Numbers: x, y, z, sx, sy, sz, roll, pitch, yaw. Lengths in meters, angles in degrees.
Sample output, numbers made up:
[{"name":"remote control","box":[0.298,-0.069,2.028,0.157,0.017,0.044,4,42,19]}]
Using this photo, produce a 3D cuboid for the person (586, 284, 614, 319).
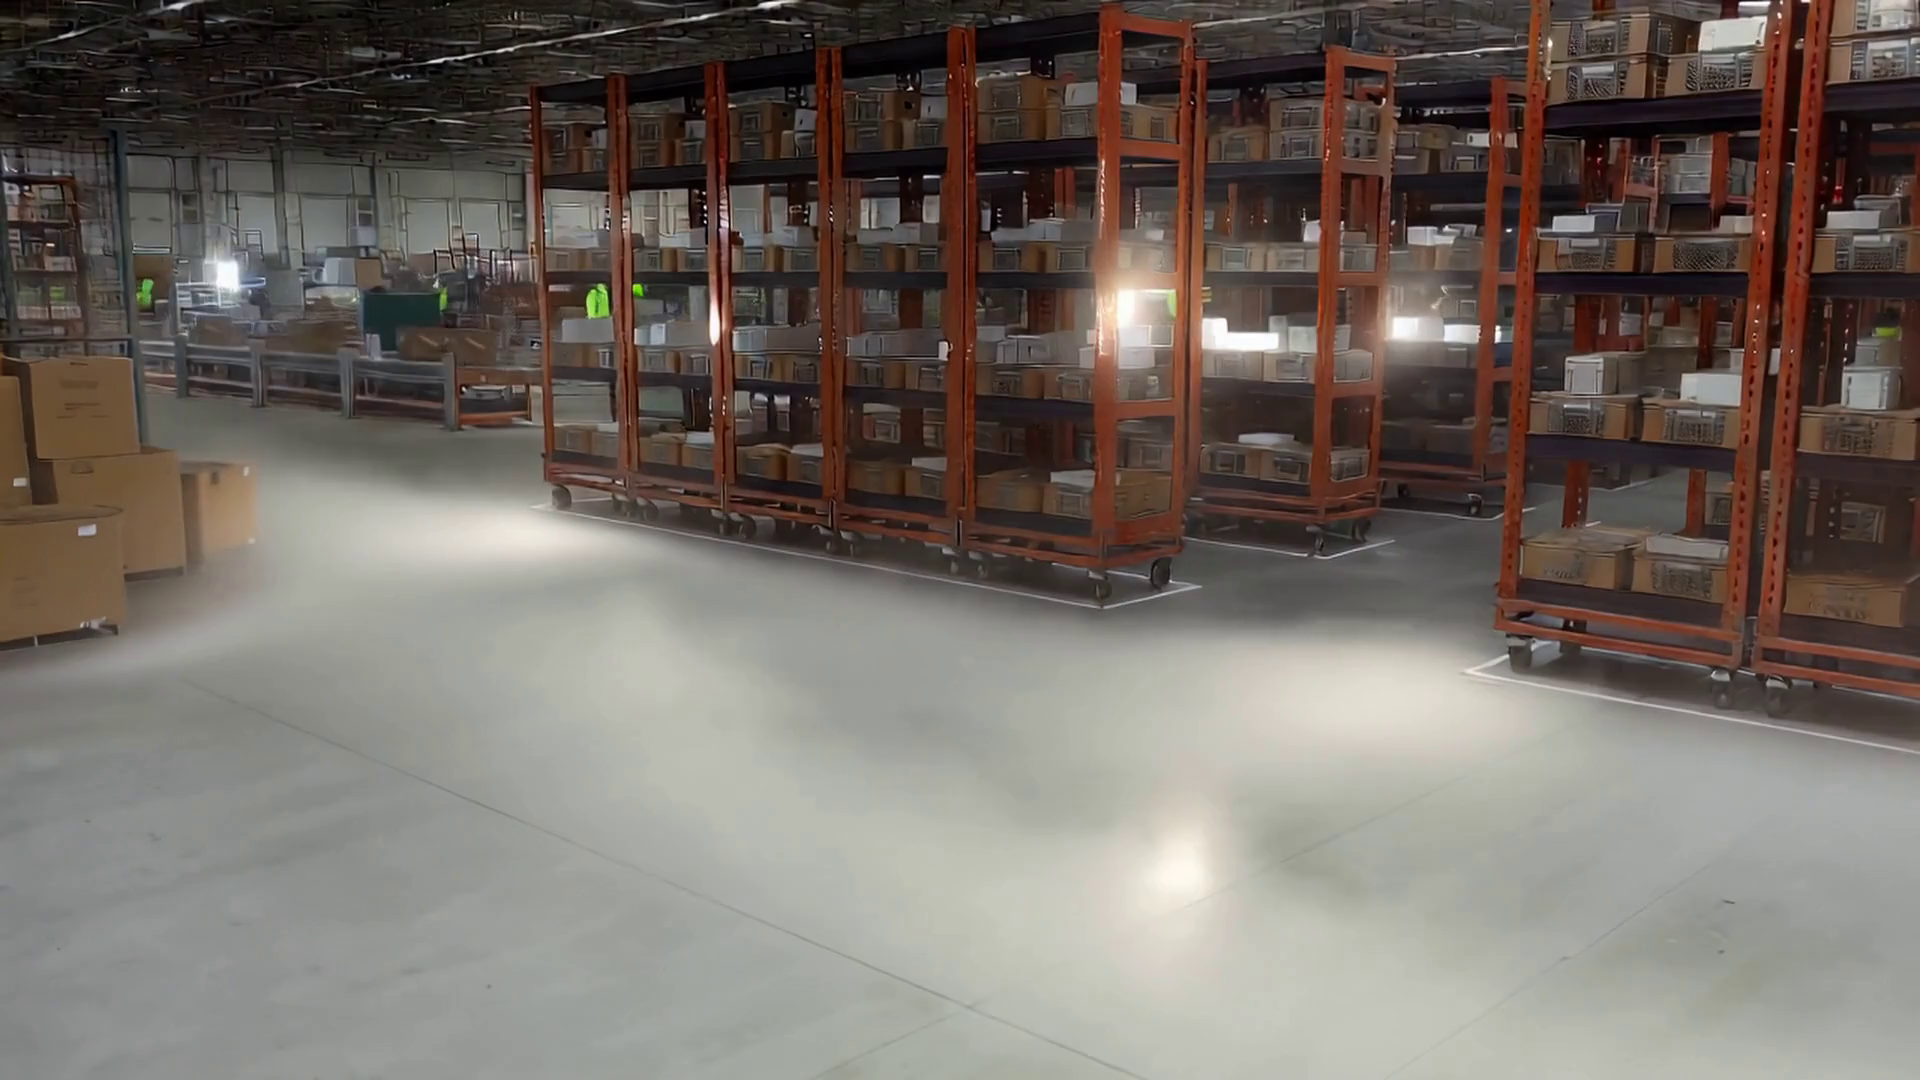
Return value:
[{"name":"person","box":[-7.088,-4.232,32.916,0.396,1.899,0.639,6,11,31]}]

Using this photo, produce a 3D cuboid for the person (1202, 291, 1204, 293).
[{"name":"person","box":[8.094,-7.739,55.378,0.492,1.576,0.878,7,12,37]}]

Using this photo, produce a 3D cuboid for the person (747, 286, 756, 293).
[{"name":"person","box":[-8.094,-9.321,64.953,0.643,1.619,0.521,-8,12,-41]}]

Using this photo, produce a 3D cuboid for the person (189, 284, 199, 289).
[{"name":"person","box":[-39.854,-12.953,86.519,0.511,1.855,0.379,-3,10,-17]}]

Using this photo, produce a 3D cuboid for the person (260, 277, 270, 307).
[{"name":"person","box":[-26.501,-9.125,63.370,0.492,1.742,0.320,5,11,29]}]

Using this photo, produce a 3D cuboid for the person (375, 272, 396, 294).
[{"name":"person","box":[-11.599,-4.448,33.897,0.630,1.990,1.022,6,11,33]}]

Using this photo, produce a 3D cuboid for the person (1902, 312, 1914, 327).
[{"name":"person","box":[10.503,-1.847,18.028,0.636,1.973,0.513,4,10,25]}]

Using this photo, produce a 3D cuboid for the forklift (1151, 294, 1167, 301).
[{"name":"forklift","box":[8.165,-9.517,62.296,1.873,2.768,1.129,9,13,43]}]

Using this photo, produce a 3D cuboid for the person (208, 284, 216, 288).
[{"name":"person","box":[-26.277,-8.323,58.179,0.831,1.831,0.532,-2,9,-9]}]

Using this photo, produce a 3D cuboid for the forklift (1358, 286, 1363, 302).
[{"name":"forklift","box":[11.100,-7.017,46.970,1.873,2.768,1.129,9,13,43]}]

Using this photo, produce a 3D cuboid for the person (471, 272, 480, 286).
[{"name":"person","box":[-18.701,-9.340,64.044,0.643,1.947,0.431,5,10,26]}]

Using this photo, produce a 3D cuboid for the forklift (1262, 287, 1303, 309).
[{"name":"forklift","box":[10.769,-8.203,54.240,1.129,2.768,1.873,8,12,42]}]

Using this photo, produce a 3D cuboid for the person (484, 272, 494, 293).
[{"name":"person","box":[-26.117,-13.909,92.228,0.629,1.893,0.519,4,10,24]}]

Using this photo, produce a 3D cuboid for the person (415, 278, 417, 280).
[{"name":"person","box":[-28.785,-13.160,87.198,0.722,2.000,0.891,2,9,11]}]

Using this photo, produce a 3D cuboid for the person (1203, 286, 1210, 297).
[{"name":"person","box":[8.189,-7.632,54.552,0.507,1.632,0.268,6,11,32]}]

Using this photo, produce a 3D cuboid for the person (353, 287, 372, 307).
[{"name":"person","box":[-16.991,-6.615,47.524,0.975,1.889,0.552,8,12,40]}]

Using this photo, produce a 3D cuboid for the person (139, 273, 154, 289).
[{"name":"person","box":[-34.824,-10.477,71.230,0.584,1.882,0.345,-2,10,-14]}]
